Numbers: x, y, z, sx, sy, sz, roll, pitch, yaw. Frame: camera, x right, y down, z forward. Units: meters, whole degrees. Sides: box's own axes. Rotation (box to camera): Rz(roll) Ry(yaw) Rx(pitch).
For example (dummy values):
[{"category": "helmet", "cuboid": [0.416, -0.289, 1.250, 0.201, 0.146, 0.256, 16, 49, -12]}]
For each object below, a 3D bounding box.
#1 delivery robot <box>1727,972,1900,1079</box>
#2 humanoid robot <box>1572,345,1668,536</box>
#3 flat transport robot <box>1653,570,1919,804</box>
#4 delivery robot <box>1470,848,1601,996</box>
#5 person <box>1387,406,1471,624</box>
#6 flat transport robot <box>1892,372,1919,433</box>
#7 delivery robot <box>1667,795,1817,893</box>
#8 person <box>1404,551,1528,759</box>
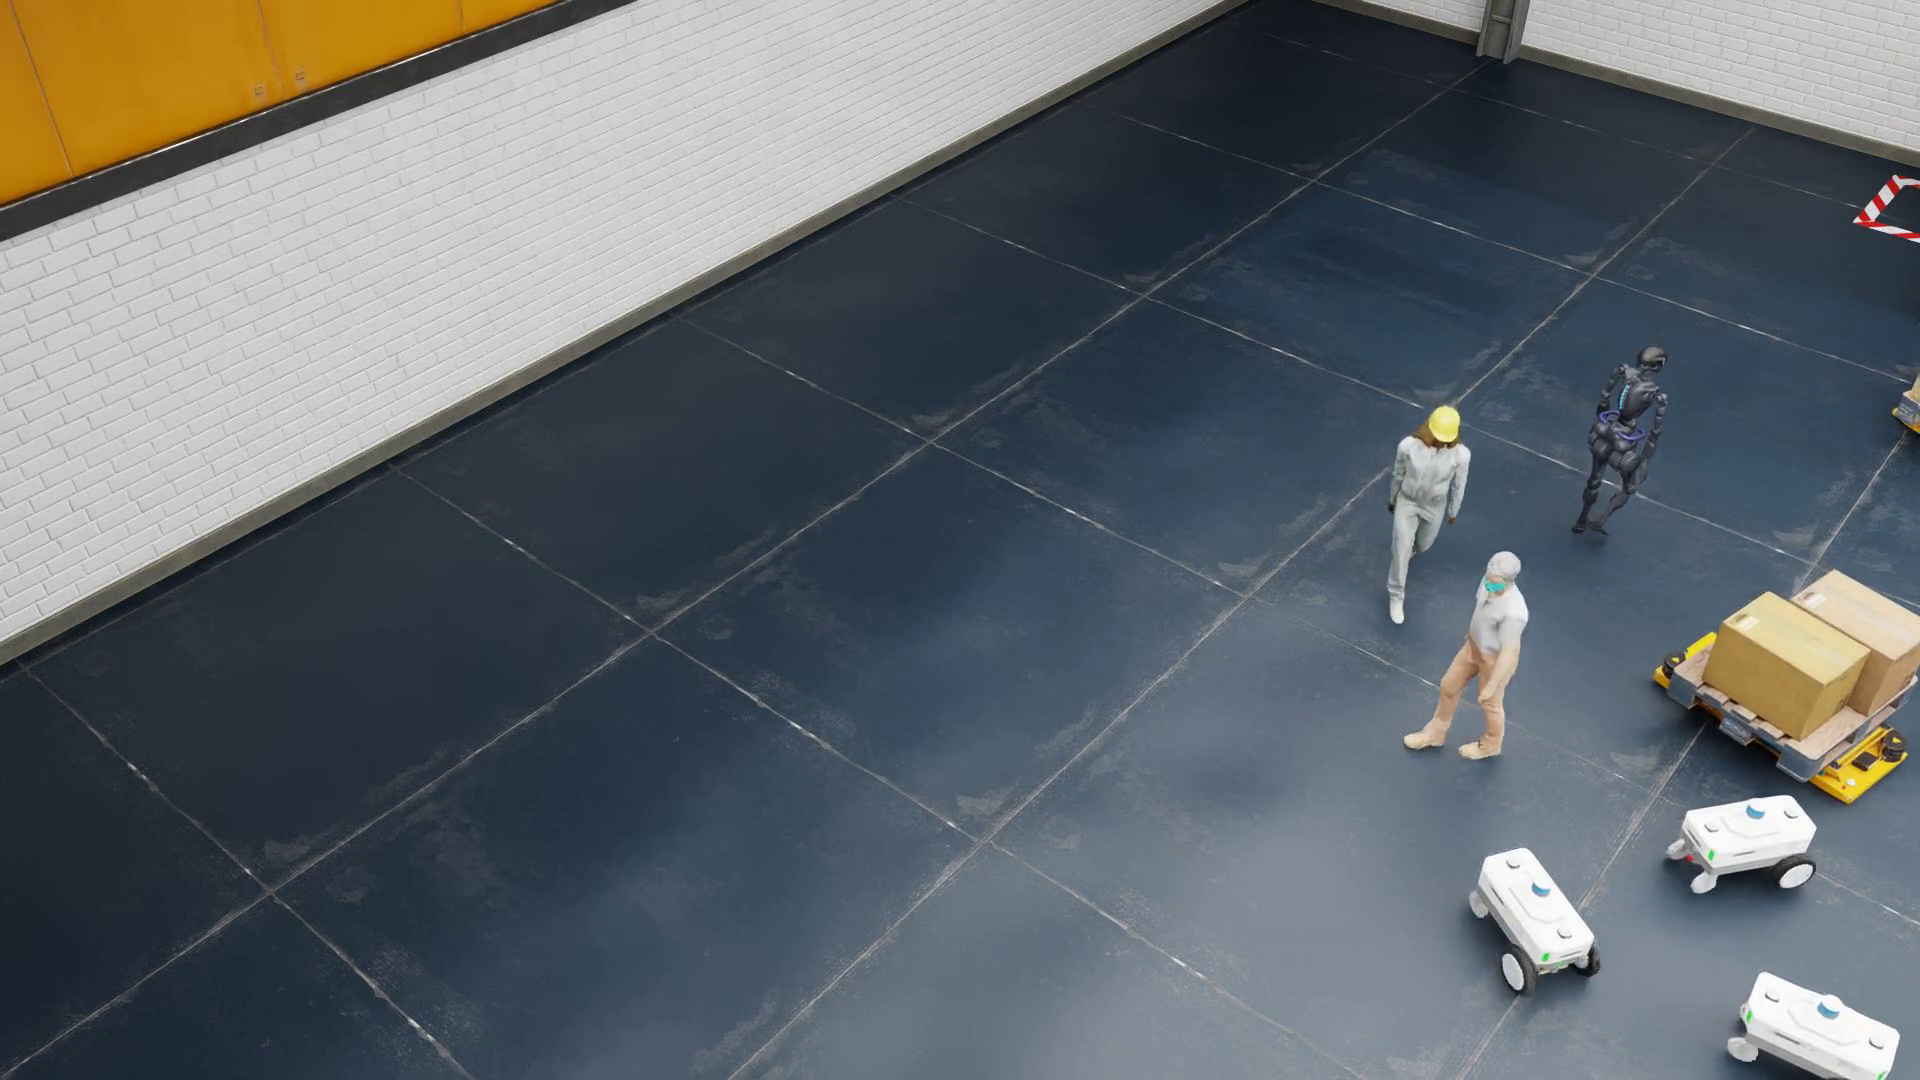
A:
[{"category": "delivery robot", "cuboid": [4.534, 2.641, 8.793, 0.814, 0.610, 0.499, 23, 44, 26]}, {"category": "humanoid robot", "cuboid": [4.784, -0.730, 12.068, 0.333, 1.653, 0.613, -17, 42, -20]}, {"category": "flat transport robot", "cuboid": [5.369, 1.113, 10.905, 0.659, 0.231, 1.431, -25, 45, -28]}, {"category": "delivery robot", "cuboid": [3.245, 2.141, 9.407, 0.499, 0.602, 0.801, -11, 40, -13]}, {"category": "person", "cuboid": [3.213, -0.297, 11.510, 0.491, 1.702, 0.751, 9, 40, 11]}, {"category": "flat transport robot", "cuboid": [8.239, -0.759, 13.229, 0.659, 0.231, 1.431, -14, 41, -17]}, {"category": "delivery robot", "cuboid": [4.668, 1.773, 9.869, 0.805, 0.609, 0.499, -7, 39, -9]}, {"category": "person", "cuboid": [3.176, 0.722, 10.244, 0.713, 1.705, 0.570, -6, 39, -7]}]
